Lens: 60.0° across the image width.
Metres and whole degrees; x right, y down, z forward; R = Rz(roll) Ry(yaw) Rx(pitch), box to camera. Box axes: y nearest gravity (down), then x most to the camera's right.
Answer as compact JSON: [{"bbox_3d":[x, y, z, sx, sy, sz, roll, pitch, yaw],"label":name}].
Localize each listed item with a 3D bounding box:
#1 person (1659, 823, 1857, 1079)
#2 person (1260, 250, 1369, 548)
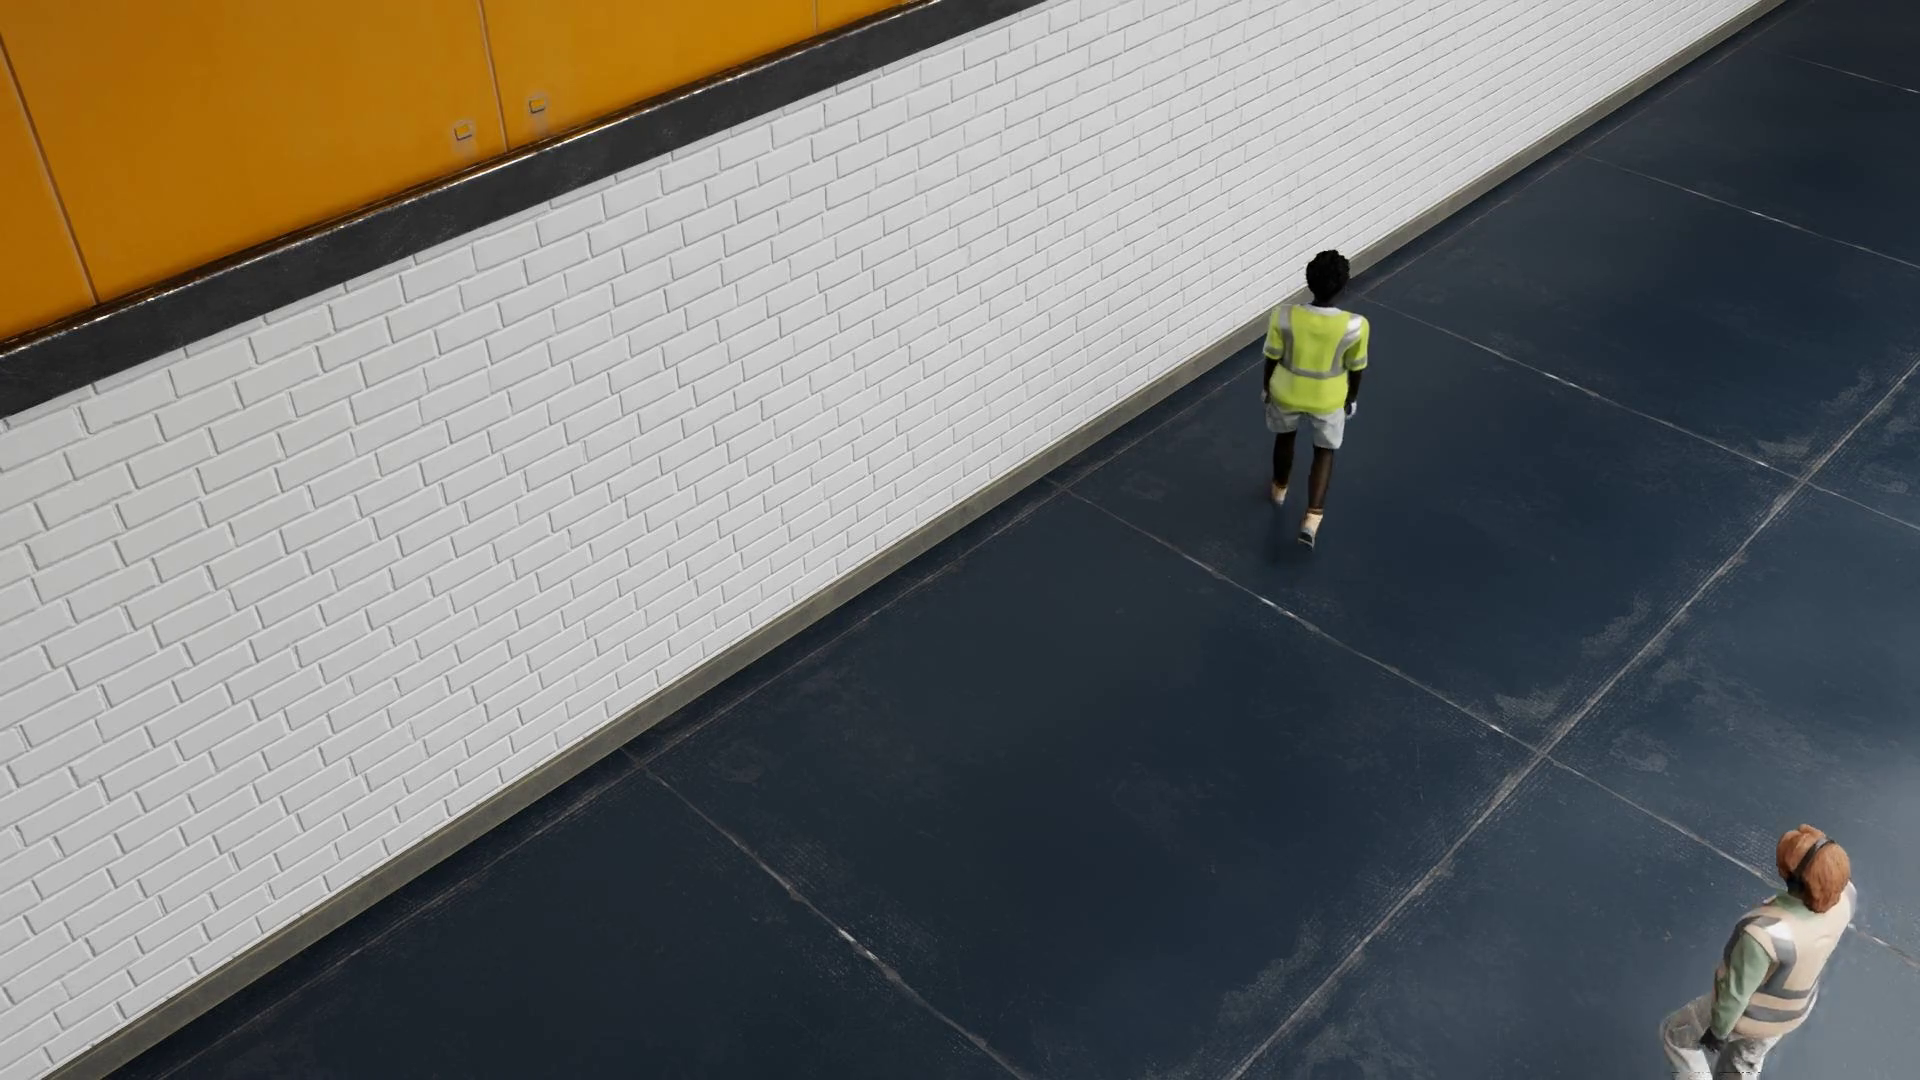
[{"bbox_3d":[2.774,1.597,5.839,0.521,1.625,0.375,-17,42,-20],"label":"person"},{"bbox_3d":[1.828,-0.749,8.729,0.540,1.675,0.716,10,40,13],"label":"person"}]
